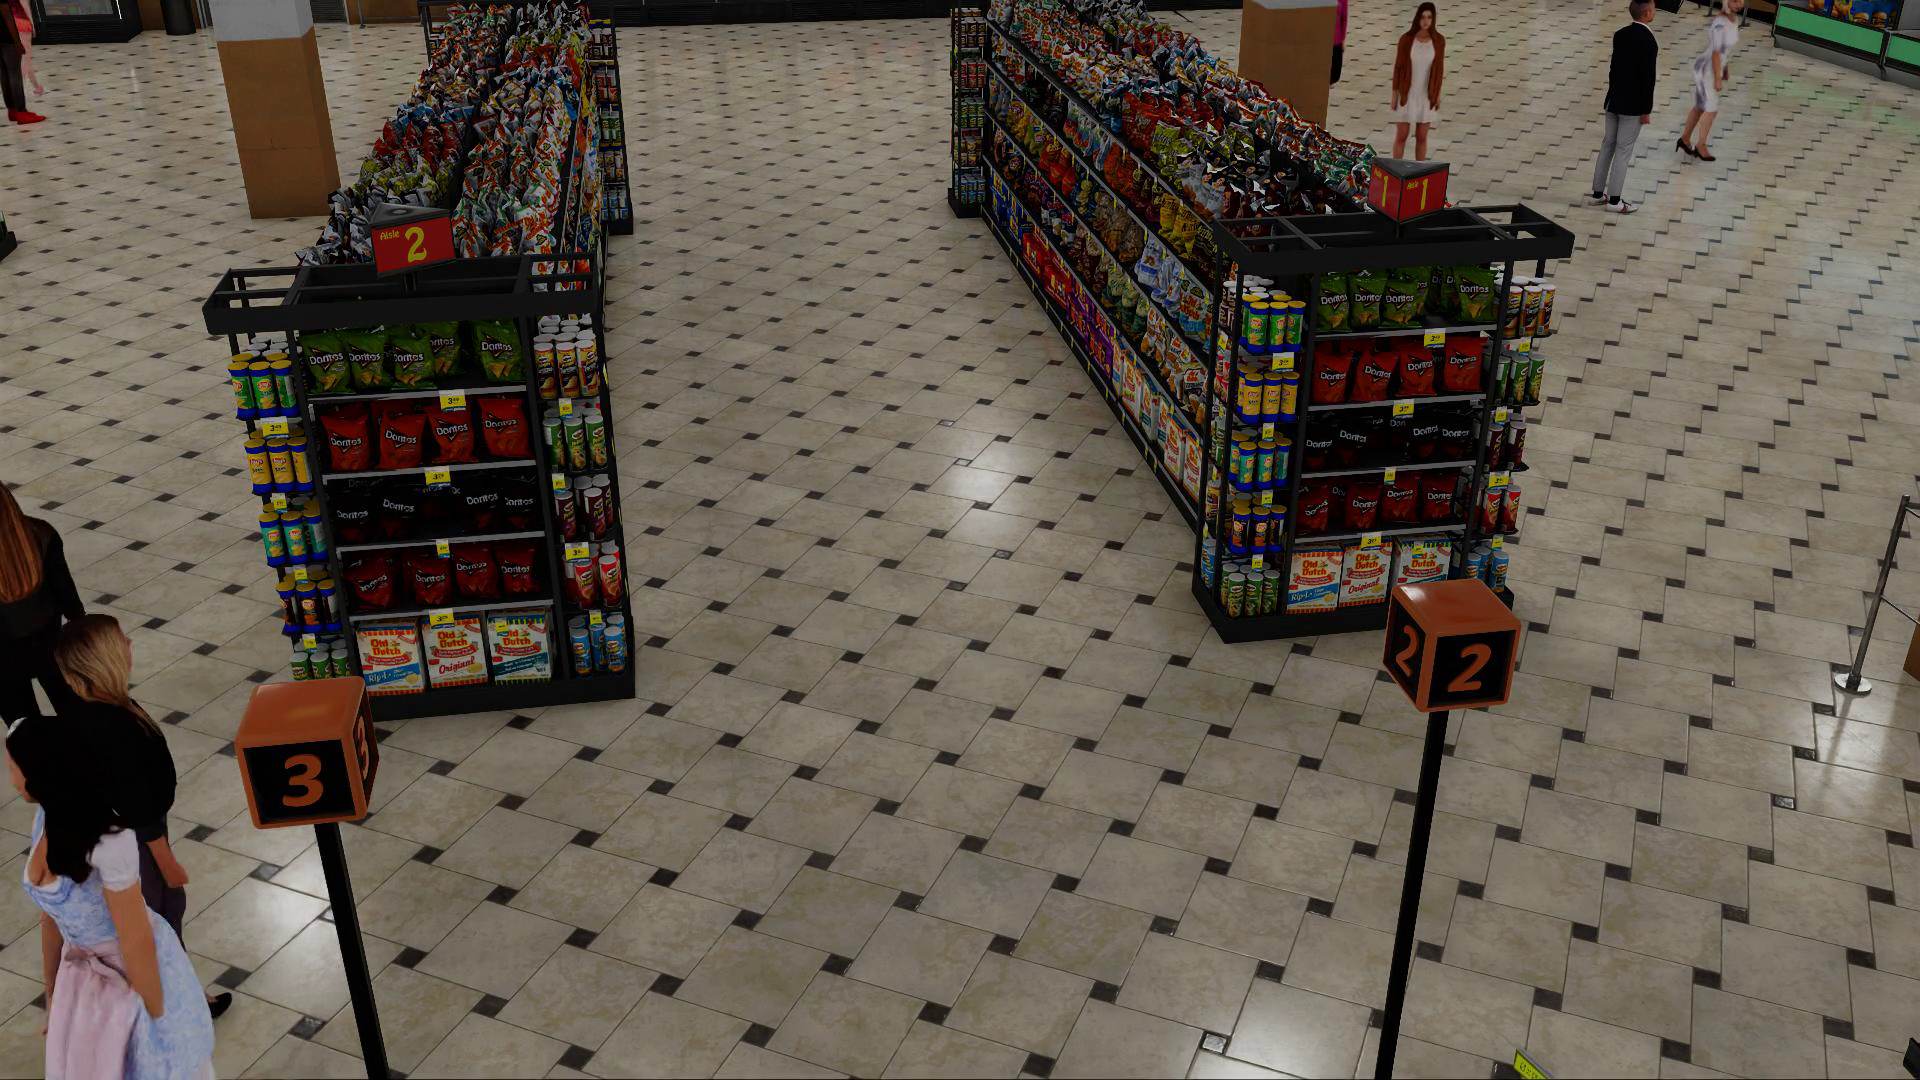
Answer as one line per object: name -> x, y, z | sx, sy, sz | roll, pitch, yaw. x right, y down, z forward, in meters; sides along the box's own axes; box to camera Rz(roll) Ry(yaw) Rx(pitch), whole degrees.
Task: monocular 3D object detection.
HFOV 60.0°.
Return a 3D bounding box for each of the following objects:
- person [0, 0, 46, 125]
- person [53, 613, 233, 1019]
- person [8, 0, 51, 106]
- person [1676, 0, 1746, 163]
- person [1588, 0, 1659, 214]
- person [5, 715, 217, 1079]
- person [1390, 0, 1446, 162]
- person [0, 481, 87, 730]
person -> -10.349, -5.430, 17.959 | 0.717, 1.804, 0.778 | 18, 32, 31
person -> -2.743, 1.048, 5.364 | 0.846, 1.641, 0.808 | -18, 32, -32
person -> -10.662, -5.766, 18.721 | 0.702, 1.712, 1.199 | 1, 27, 2
person -> 7.388, -4.616, 16.454 | 0.853, 1.711, 0.792 | 13, 29, 23
person -> 5.943, -3.926, 14.830 | 0.784, 1.950, 0.565 | -8, 28, -15
person -> -2.334, 1.280, 4.757 | 0.849, 1.775, 0.909 | 12, 29, 22
person -> 4.262, -4.159, 15.551 | 0.670, 1.714, 0.640 | 2, 27, 4
person -> -3.585, 0.494, 6.404 | 0.722, 1.687, 0.765 | -20, 33, -33
